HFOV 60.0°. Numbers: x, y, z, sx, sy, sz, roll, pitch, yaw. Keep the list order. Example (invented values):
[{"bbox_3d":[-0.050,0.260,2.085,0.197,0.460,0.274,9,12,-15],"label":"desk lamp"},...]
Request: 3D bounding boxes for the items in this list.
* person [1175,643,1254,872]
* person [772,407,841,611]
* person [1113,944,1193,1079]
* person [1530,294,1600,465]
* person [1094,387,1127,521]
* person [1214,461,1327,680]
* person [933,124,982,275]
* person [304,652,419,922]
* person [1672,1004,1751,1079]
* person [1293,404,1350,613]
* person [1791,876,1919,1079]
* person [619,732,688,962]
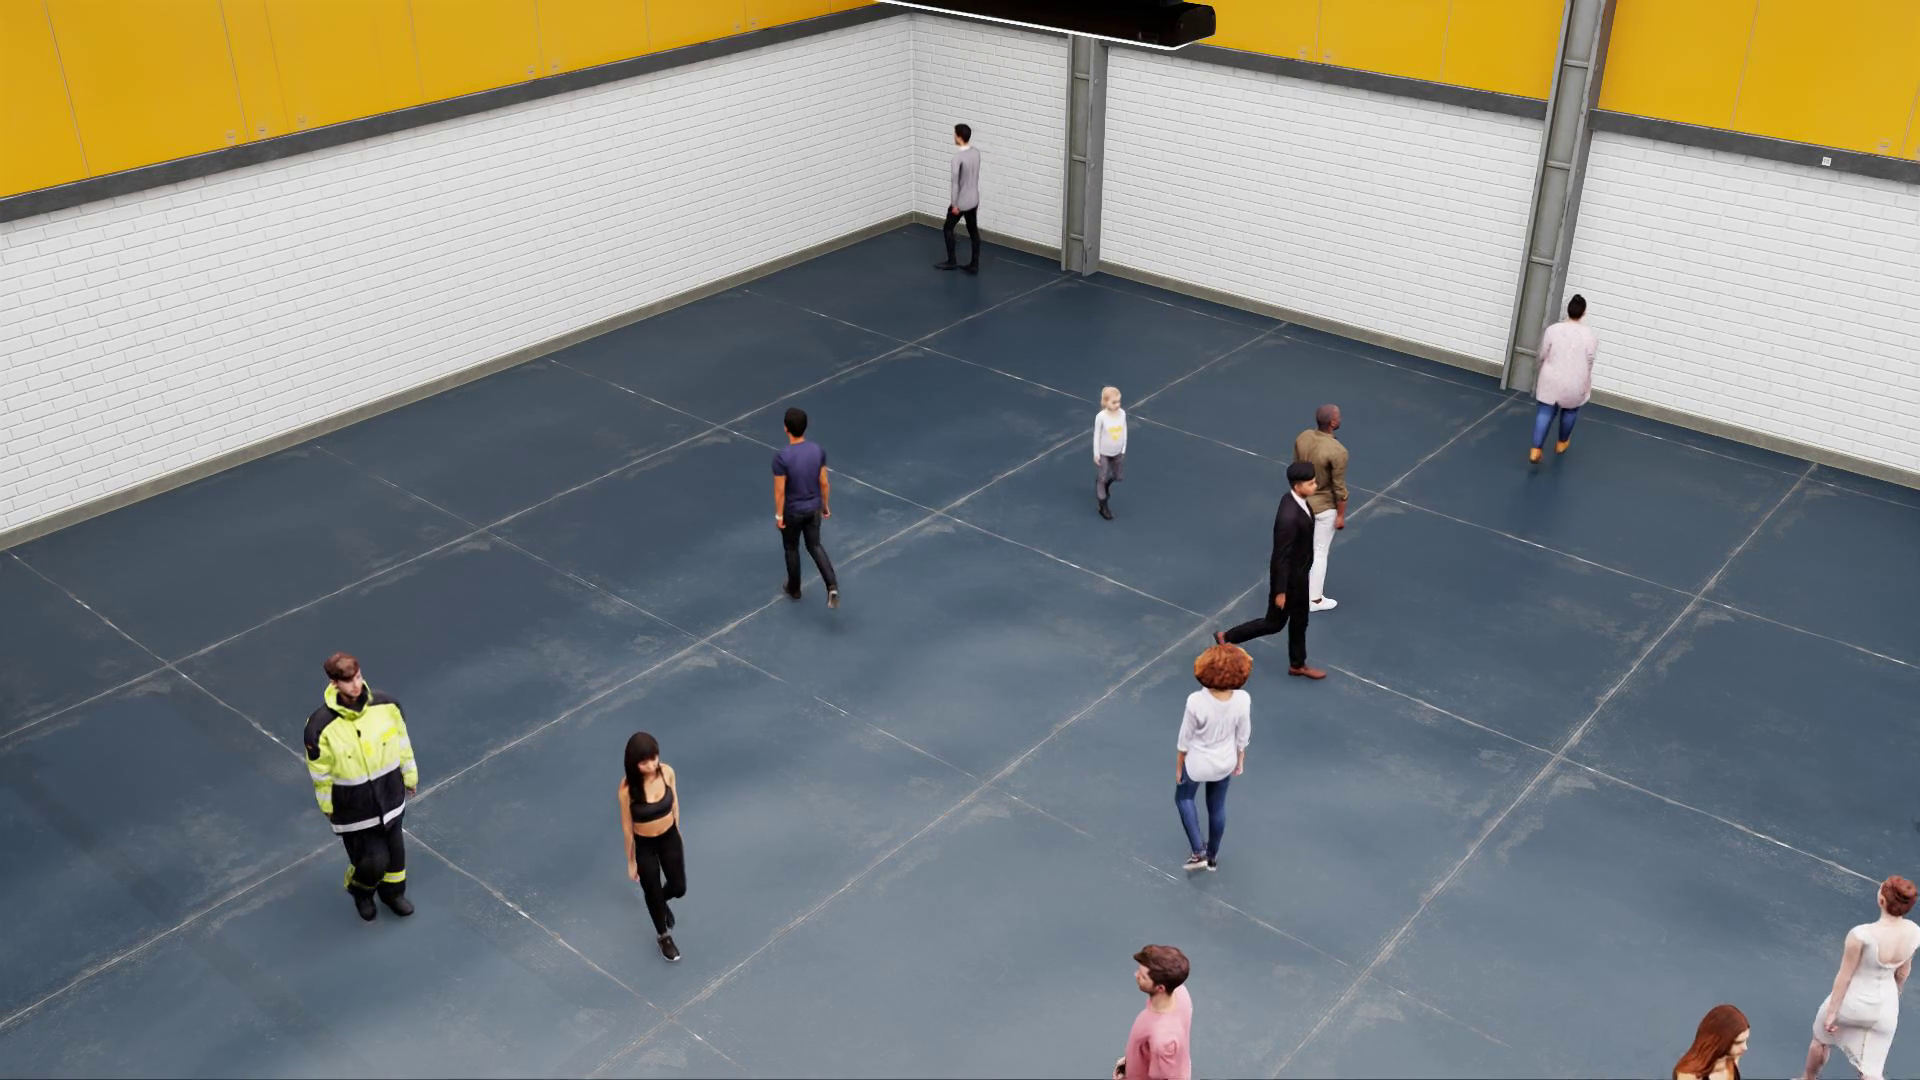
[{"bbox_3d":[1.626,1.465,10.679,0.810,1.694,0.867,-5,29,-8],"label":"person"},{"bbox_3d":[-1.258,-0.209,13.666,0.864,1.772,1.098,-16,33,-27],"label":"person"},{"bbox_3d":[1.065,2.749,8.100,1.319,1.909,0.965,8,30,14],"label":"person"},{"bbox_3d":[5.825,-1.523,16.140,1.061,1.710,0.850,16,33,27],"label":"person"},{"bbox_3d":[1.345,-0.840,15.348,0.652,1.271,0.757,-11,31,-20],"label":"person"},{"bbox_3d":[2.427,0.237,12.758,1.236,1.858,0.982,9,30,17],"label":"person"},{"bbox_3d":[0.135,-4.270,20.972,0.786,1.906,0.750,22,35,34],"label":"person"},{"bbox_3d":[-3.726,1.501,10.328,0.688,1.967,0.755,23,36,35],"label":"person"},{"bbox_3d":[3.435,2.889,8.079,0.908,1.684,1.203,-13,31,-23],"label":"person"},{"bbox_3d":[2.947,-0.276,13.734,0.842,1.825,0.636,-18,33,-29],"label":"person"},{"bbox_3d":[4.733,2.540,8.638,1.070,1.760,1.095,0,29,0],"label":"person"},{"bbox_3d":[-1.892,1.815,10.101,0.655,1.632,0.753,-18,33,-29],"label":"person"}]
